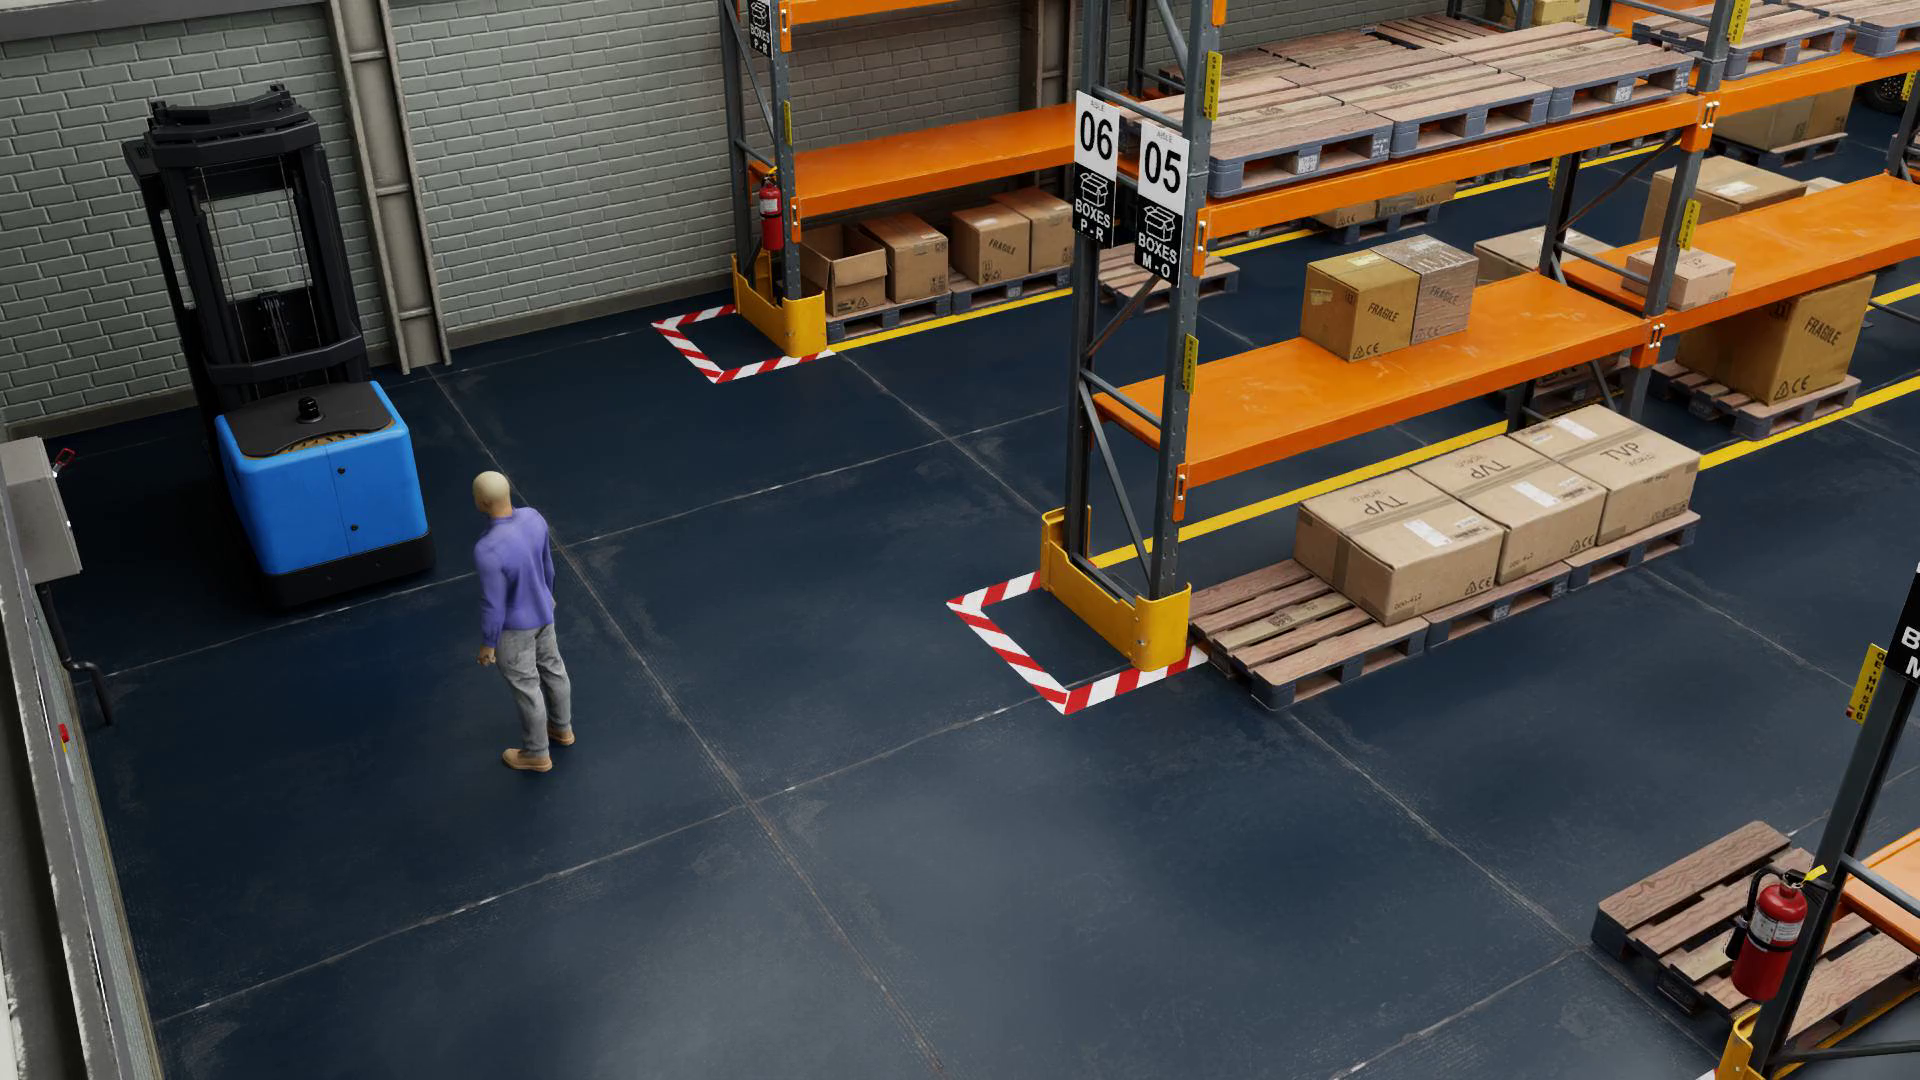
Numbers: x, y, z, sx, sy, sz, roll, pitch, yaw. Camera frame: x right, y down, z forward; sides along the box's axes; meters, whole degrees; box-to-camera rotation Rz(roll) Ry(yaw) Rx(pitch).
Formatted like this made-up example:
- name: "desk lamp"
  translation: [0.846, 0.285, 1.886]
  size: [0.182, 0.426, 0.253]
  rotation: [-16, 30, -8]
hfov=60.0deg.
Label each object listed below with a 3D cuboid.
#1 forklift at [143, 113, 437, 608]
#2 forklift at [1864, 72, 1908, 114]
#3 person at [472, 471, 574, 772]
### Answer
- name: "forklift"
  translation: [-4.289, -1.259, 10.509]
  size: [1.129, 2.768, 1.873]
  rotation: [-17, 36, -26]
- name: "forklift"
  translation: [11.468, -5.645, 18.244]
  size: [1.214, 2.155, 2.313]
  rotation: [-17, 36, -26]
- name: "person"
  translation: [-2.310, 0.434, 8.787]
  size: [0.394, 1.797, 0.595]
  rotation: [13, 34, 19]
